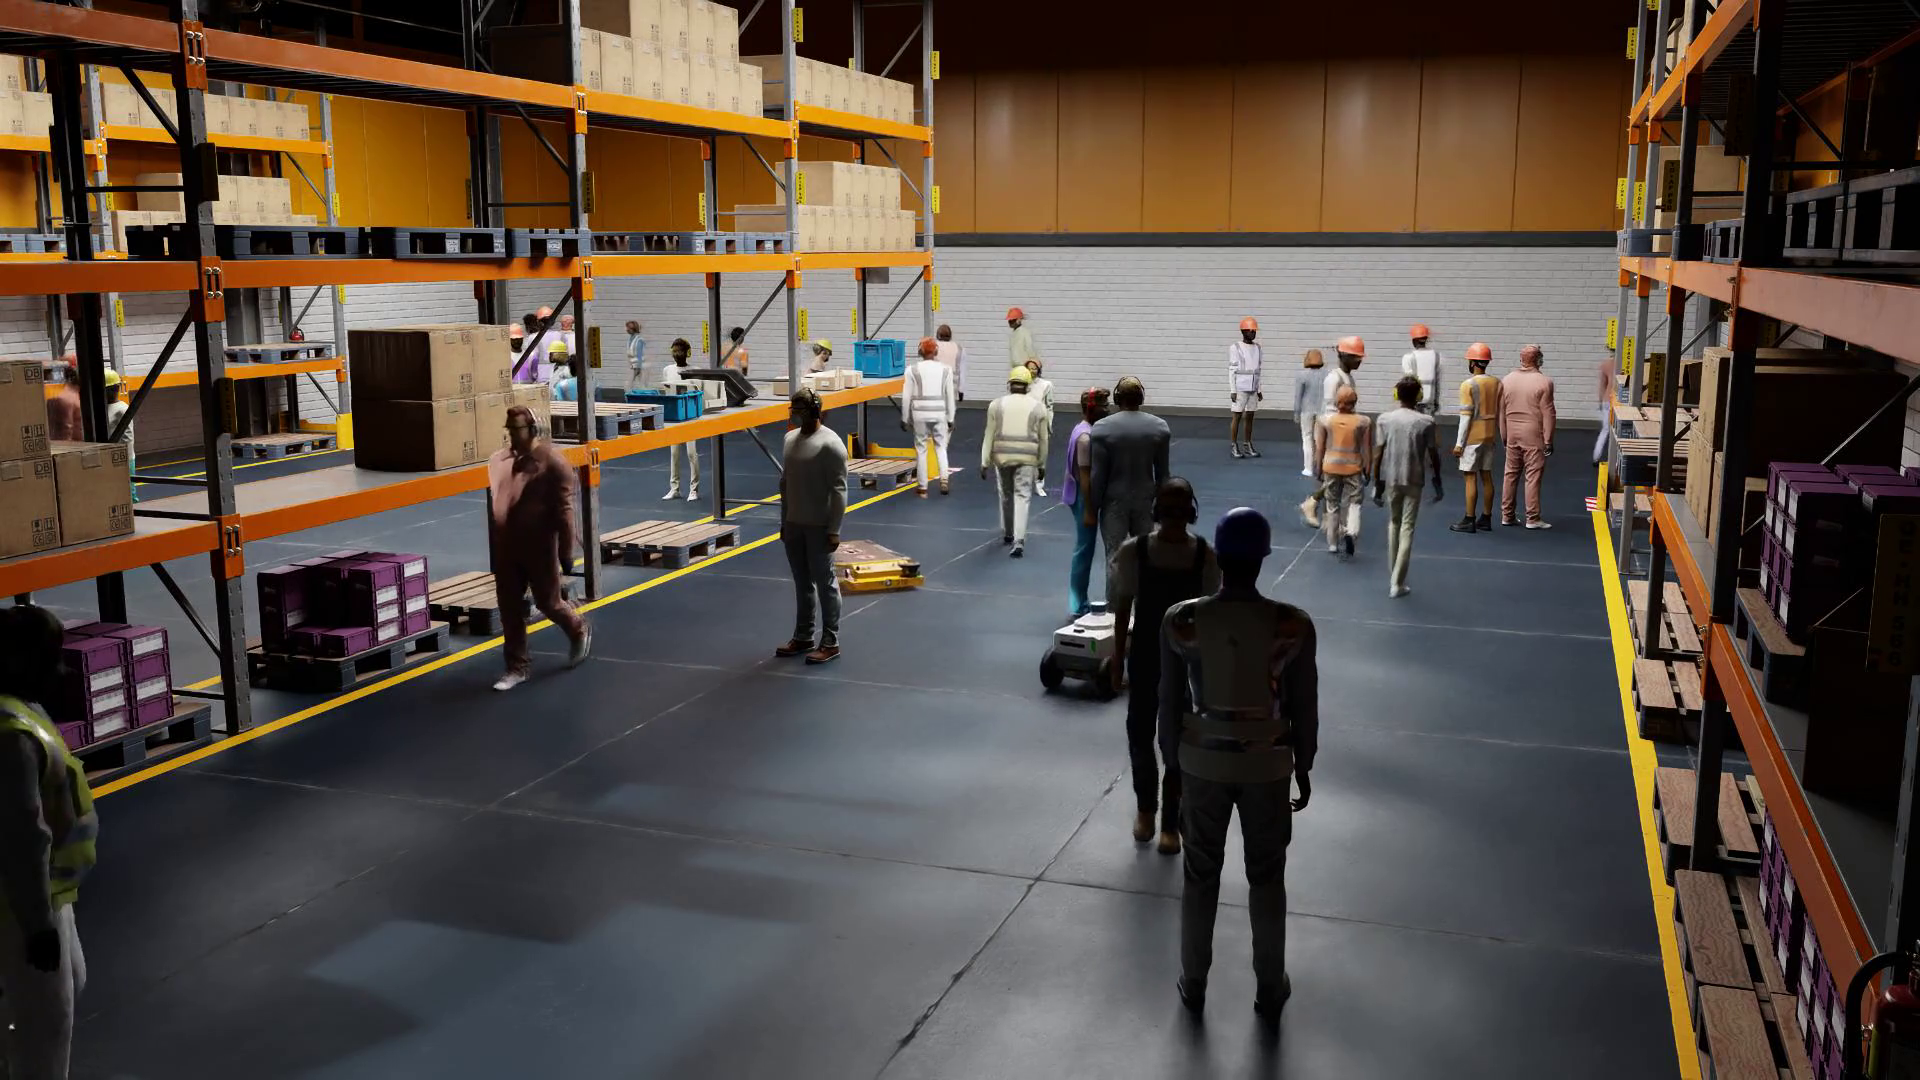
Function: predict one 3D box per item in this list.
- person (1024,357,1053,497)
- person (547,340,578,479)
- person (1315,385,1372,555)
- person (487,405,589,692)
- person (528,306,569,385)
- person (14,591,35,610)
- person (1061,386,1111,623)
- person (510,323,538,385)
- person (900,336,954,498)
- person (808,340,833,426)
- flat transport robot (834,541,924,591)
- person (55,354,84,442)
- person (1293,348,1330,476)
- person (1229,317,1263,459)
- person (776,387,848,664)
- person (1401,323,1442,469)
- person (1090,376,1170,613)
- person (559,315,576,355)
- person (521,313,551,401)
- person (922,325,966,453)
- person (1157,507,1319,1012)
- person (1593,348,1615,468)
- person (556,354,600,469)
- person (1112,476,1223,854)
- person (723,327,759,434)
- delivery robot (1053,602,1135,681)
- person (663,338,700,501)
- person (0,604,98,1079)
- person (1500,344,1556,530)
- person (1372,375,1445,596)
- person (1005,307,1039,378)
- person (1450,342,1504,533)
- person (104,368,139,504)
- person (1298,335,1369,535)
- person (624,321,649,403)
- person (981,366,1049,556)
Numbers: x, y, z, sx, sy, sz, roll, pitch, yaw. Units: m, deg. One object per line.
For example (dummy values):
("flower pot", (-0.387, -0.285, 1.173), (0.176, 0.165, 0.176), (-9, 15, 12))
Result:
("person", (0.830, -1.311, 19.339), (0.512, 1.638, 0.312), (-1, 10, -8))
("person", (-4.982, -1.616, 20.756), (0.301, 1.745, 0.483), (-8, 13, -39))
("person", (3.593, -0.641, 15.610), (0.530, 1.621, 0.589), (3, 10, 16))
("person", (-2.846, 0.024, 11.140), (0.650, 1.884, 0.787), (4, 11, 20))
("person", (-5.933, -2.335, 23.962), (0.611, 2.042, 0.394), (-8, 13, -37))
("person", (-7.113, -0.166, 12.336), (0.586, 1.835, 0.403), (-8, 13, -39))
("person", (0.976, -0.274, 12.911), (0.372, 1.843, 0.570), (1, 10, 6))
("person", (-5.609, -1.778, 21.120), (0.543, 1.939, 0.370), (-5, 11, -24))
("person", (-0.381, -1.416, 19.241), (0.601, 1.878, 0.432), (-3, 11, -17))
("person", (-1.855, -1.677, 21.167), (0.384, 1.719, 0.697), (2, 10, 13))
("flat transport robot", (-0.905, 0.206, 14.639), (0.652, 0.197, 1.431), (-5, 11, -25))
("person", (-7.991, -0.734, 15.168), (0.463, 1.961, 0.645), (-2, 10, -13))
("person", (4.473, -1.607, 21.024), (0.520, 1.619, 0.411), (-2, 10, -10))
("person", (3.946, -2.093, 22.888), (0.545, 1.942, 0.353), (-6, 12, -31))
("person", (-1.053, -0.106, 11.701), (0.635, 1.939, 0.362), (10, 14, 44))
("person", (5.945, -1.820, 21.398), (0.568, 1.923, 0.553), (-2, 10, -9))
("person", (1.287, -0.286, 12.719), (0.636, 1.938, 0.363), (-2, 10, -12))
("person", (-5.769, -2.359, 24.530), (0.641, 1.899, 0.396), (0, 10, -2))
("person", (-6.181, -2.385, 24.566), (0.643, 1.934, 0.824), (2, 10, 13))
("person", (-0.254, -2.148, 23.631), (0.624, 1.795, 0.941), (-3, 10, -15))
("person", (1.052, 0.842, 6.338), (0.605, 1.948, 0.386), (2, 10, 12))
("person", (8.597, -1.793, 21.767), (0.735, 1.742, 0.539), (-7, 12, -35))
("person", (-4.478, -1.345, 19.458), (0.551, 1.649, 0.871), (-5, 11, -27))
("person", (0.998, 0.605, 7.983), (0.537, 1.835, 0.400), (1, 10, 6))
("person", (-3.481, -2.446, 25.720), (0.538, 1.681, 0.774), (8, 13, 38))
("delivery robot", (0.916, 0.655, 11.049), (0.477, 0.478, 0.707), (6, 12, 32))
("person", (-3.187, -1.376, 19.042), (0.513, 1.876, 0.328), (3, 10, 14))
("person", (-2.970, 1.111, 5.186), (0.536, 1.821, 0.648), (-6, 12, -30))
("person", (5.876, -1.065, 17.182), (0.407, 1.913, 0.641), (-7, 12, -35))
("person", (3.811, -0.470, 14.053), (0.523, 1.841, 0.816), (7, 12, 33))
("person", (1.083, -2.787, 26.862), (0.872, 1.942, 0.640), (-4, 11, -23))
("person", (5.253, -1.037, 16.946), (0.542, 1.939, 0.363), (-6, 12, -29))
("person", (-8.048, -0.755, 15.850), (0.523, 1.767, 0.313), (8, 13, 37))
("person", (3.821, -1.054, 16.809), (0.530, 2.020, 0.642), (6, 12, 29))
("person", (-5.623, -2.959, 28.663), (0.619, 1.614, 0.535), (-8, 13, -39))
("person", (0.518, -0.757, 15.851), (0.639, 1.781, 0.928), (2, 10, 10))
